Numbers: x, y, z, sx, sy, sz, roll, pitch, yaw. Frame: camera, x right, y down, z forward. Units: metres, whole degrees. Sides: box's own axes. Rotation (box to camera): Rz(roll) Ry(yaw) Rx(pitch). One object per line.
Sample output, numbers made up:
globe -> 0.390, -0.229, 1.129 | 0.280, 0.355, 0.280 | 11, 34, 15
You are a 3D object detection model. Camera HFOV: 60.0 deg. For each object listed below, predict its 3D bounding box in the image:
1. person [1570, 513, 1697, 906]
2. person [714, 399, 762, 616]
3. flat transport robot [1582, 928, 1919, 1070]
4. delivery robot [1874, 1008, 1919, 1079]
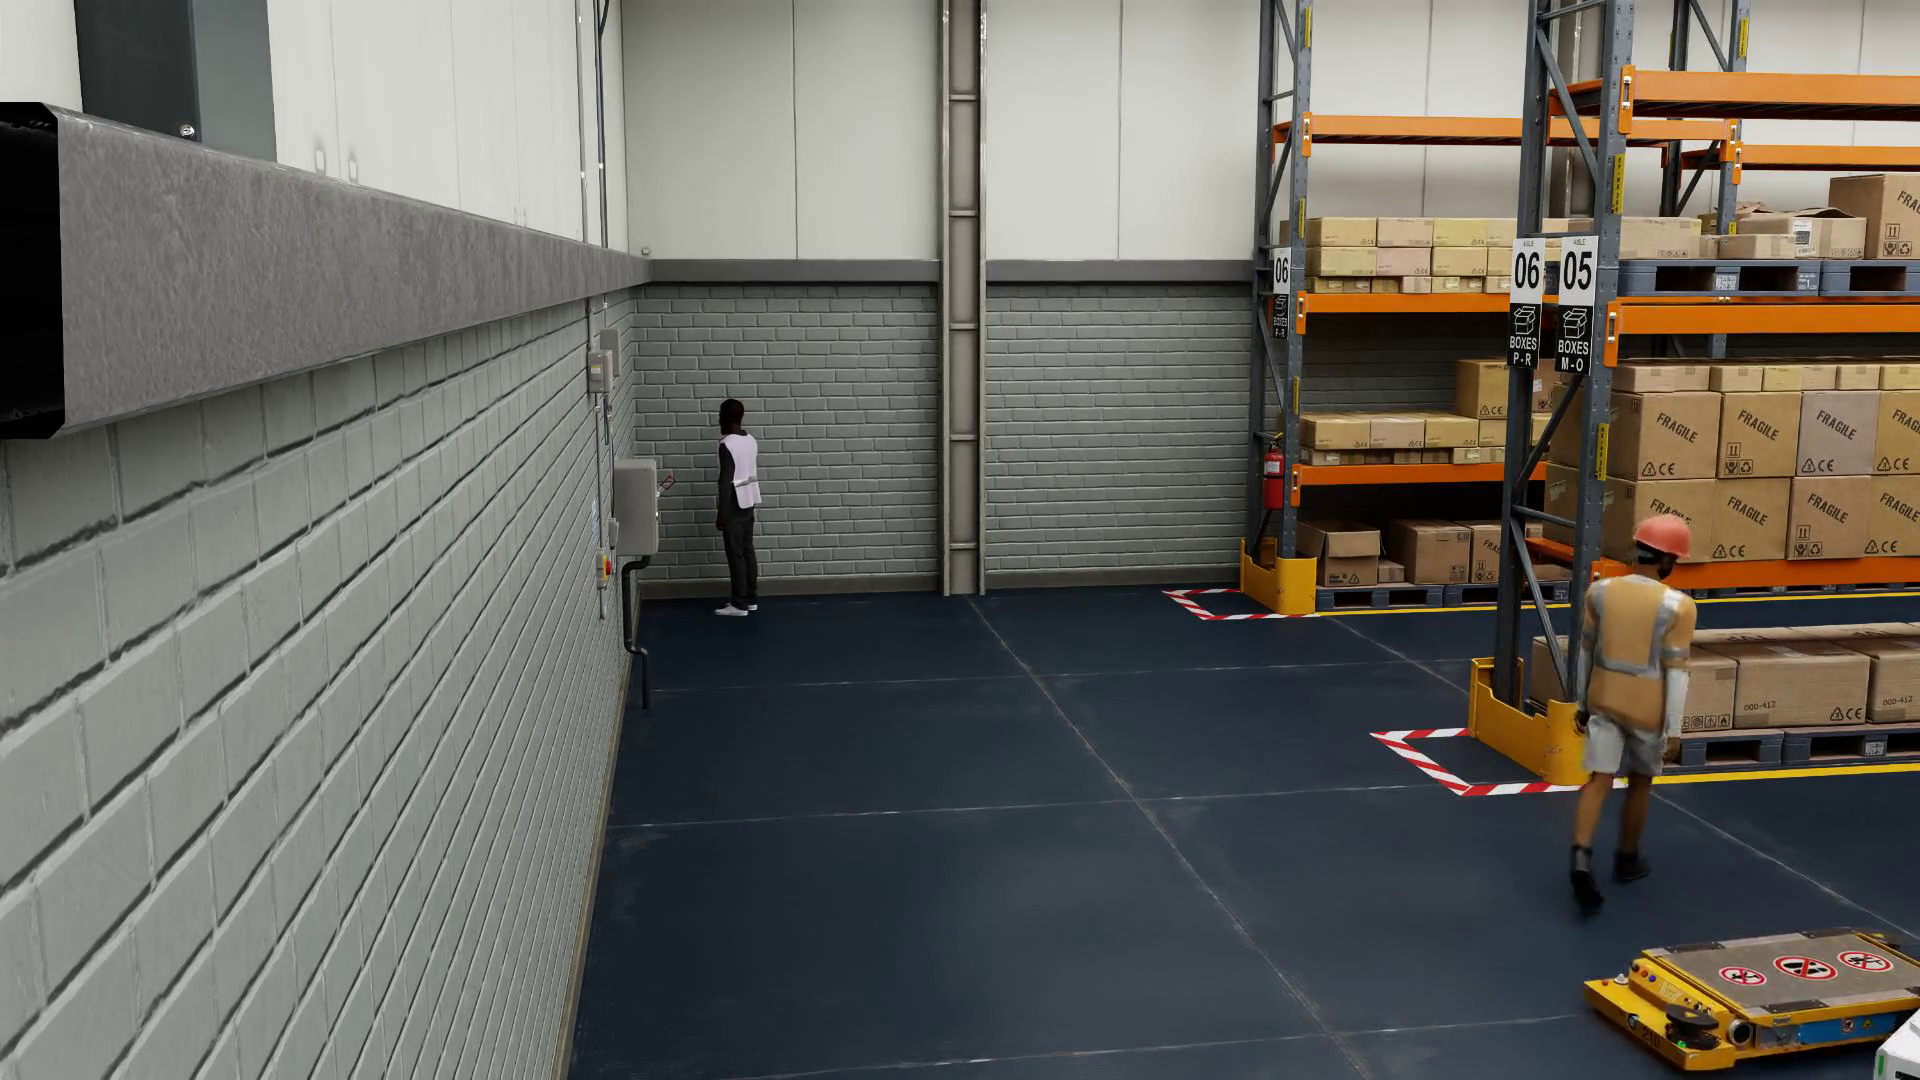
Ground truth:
person -> 3.180, 0.817, 7.975 | 0.562, 1.889, 0.871 | 9, 13, 44
person -> -1.958, -0.288, 14.694 | 0.389, 1.913, 0.592 | 3, 10, 16
flat transport robot -> 3.331, 1.823, 6.694 | 1.431, 0.197, 0.652 | -2, 9, -14
delivery robot -> 3.442, 1.789, 5.746 | 0.707, 0.478, 0.477 | -9, 13, -44
